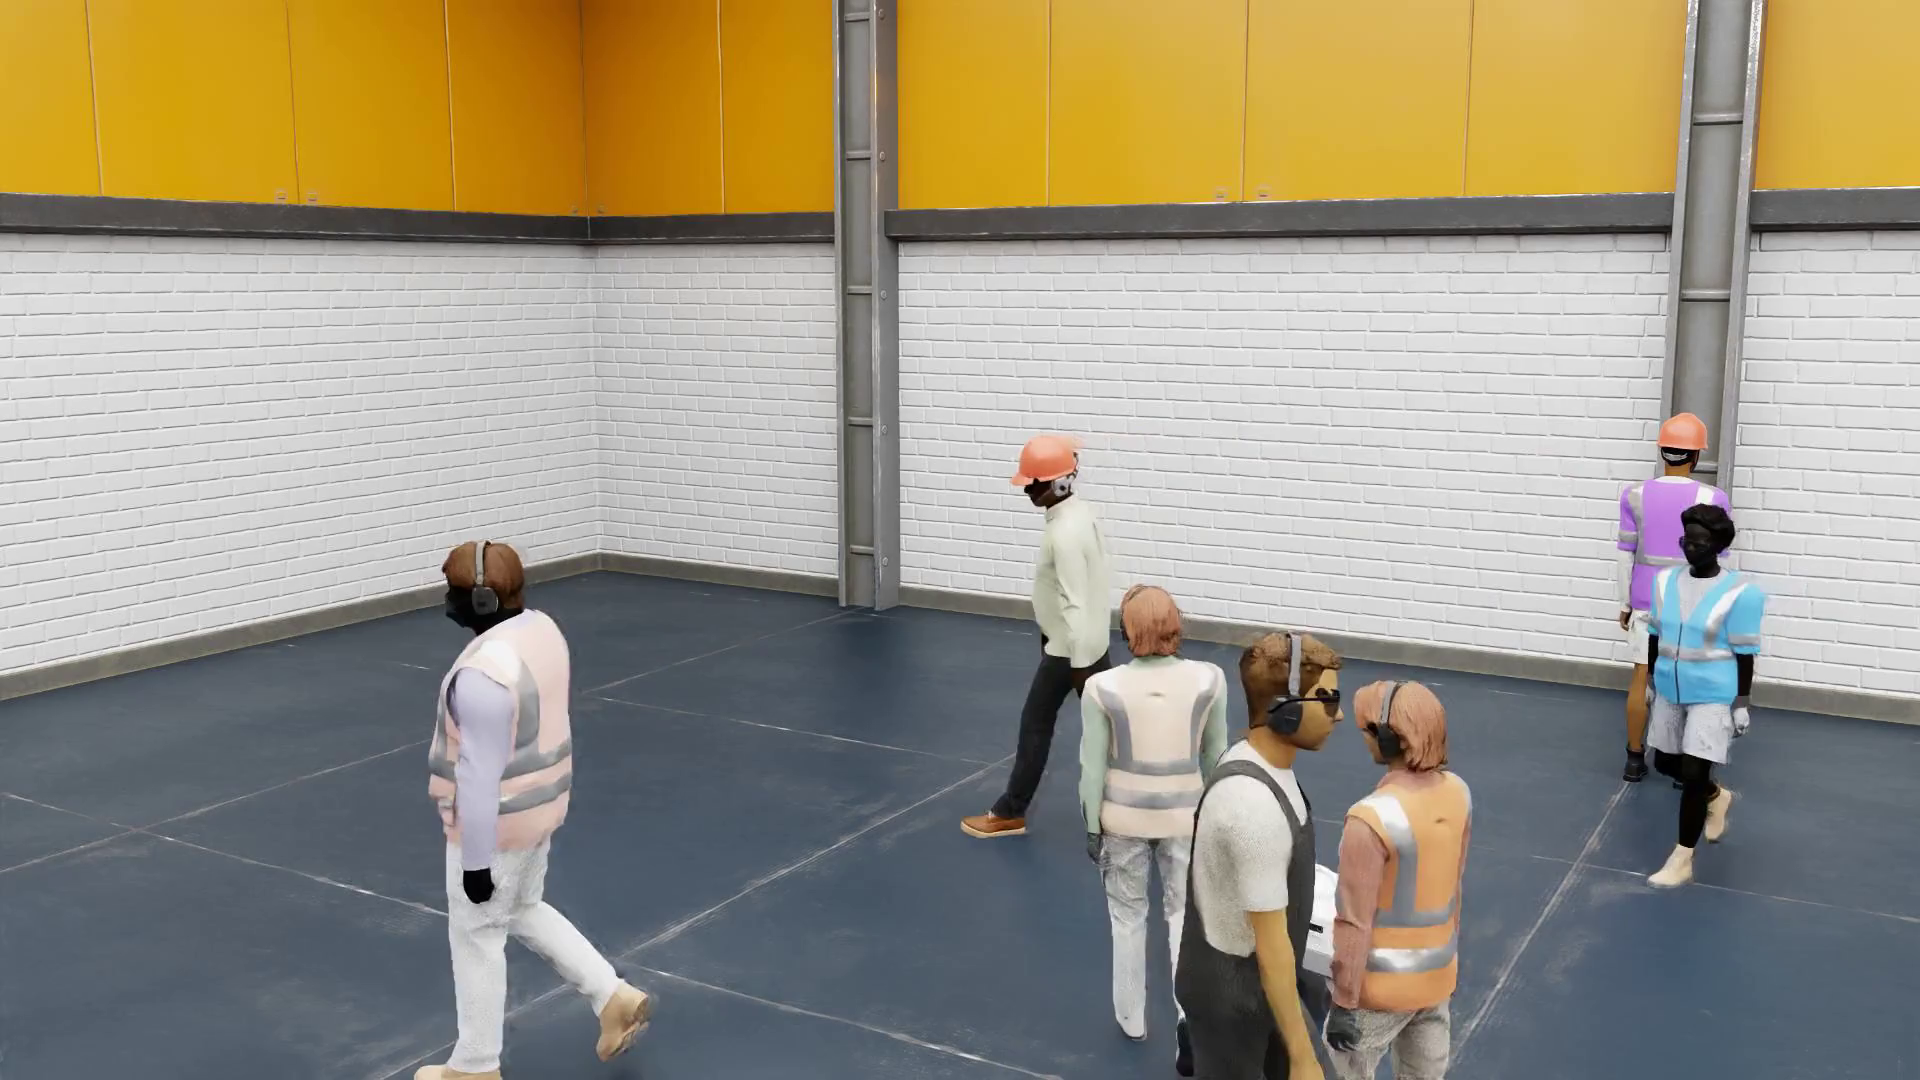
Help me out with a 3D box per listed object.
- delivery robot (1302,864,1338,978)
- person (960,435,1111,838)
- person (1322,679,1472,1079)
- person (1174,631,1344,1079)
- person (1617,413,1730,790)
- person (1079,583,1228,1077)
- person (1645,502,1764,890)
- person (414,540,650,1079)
[{"bbox_3d":[1.237,1.355,6.096,0.707,0.478,0.477,9,13,44],"label":"delivery robot"},{"bbox_3d":[0.556,0.464,7.704,1.024,1.928,0.720,2,9,12],"label":"person"},{"bbox_3d":[1.188,1.159,4.316,0.530,1.614,0.689,-8,12,-42],"label":"person"},{"bbox_3d":[0.784,1.121,3.914,0.762,1.813,0.535,3,10,19],"label":"person"},{"bbox_3d":[3.666,0.316,8.573,0.542,1.938,0.357,7,11,36],"label":"person"},{"bbox_3d":[0.654,0.957,5.538,0.520,1.619,0.628,0,9,-2],"label":"person"},{"bbox_3d":[3.264,0.655,7.266,0.666,1.678,0.540,-5,11,-30],"label":"person"},{"bbox_3d":[-1.410,0.896,5.290,0.670,1.827,0.637,1,9,7],"label":"person"}]
